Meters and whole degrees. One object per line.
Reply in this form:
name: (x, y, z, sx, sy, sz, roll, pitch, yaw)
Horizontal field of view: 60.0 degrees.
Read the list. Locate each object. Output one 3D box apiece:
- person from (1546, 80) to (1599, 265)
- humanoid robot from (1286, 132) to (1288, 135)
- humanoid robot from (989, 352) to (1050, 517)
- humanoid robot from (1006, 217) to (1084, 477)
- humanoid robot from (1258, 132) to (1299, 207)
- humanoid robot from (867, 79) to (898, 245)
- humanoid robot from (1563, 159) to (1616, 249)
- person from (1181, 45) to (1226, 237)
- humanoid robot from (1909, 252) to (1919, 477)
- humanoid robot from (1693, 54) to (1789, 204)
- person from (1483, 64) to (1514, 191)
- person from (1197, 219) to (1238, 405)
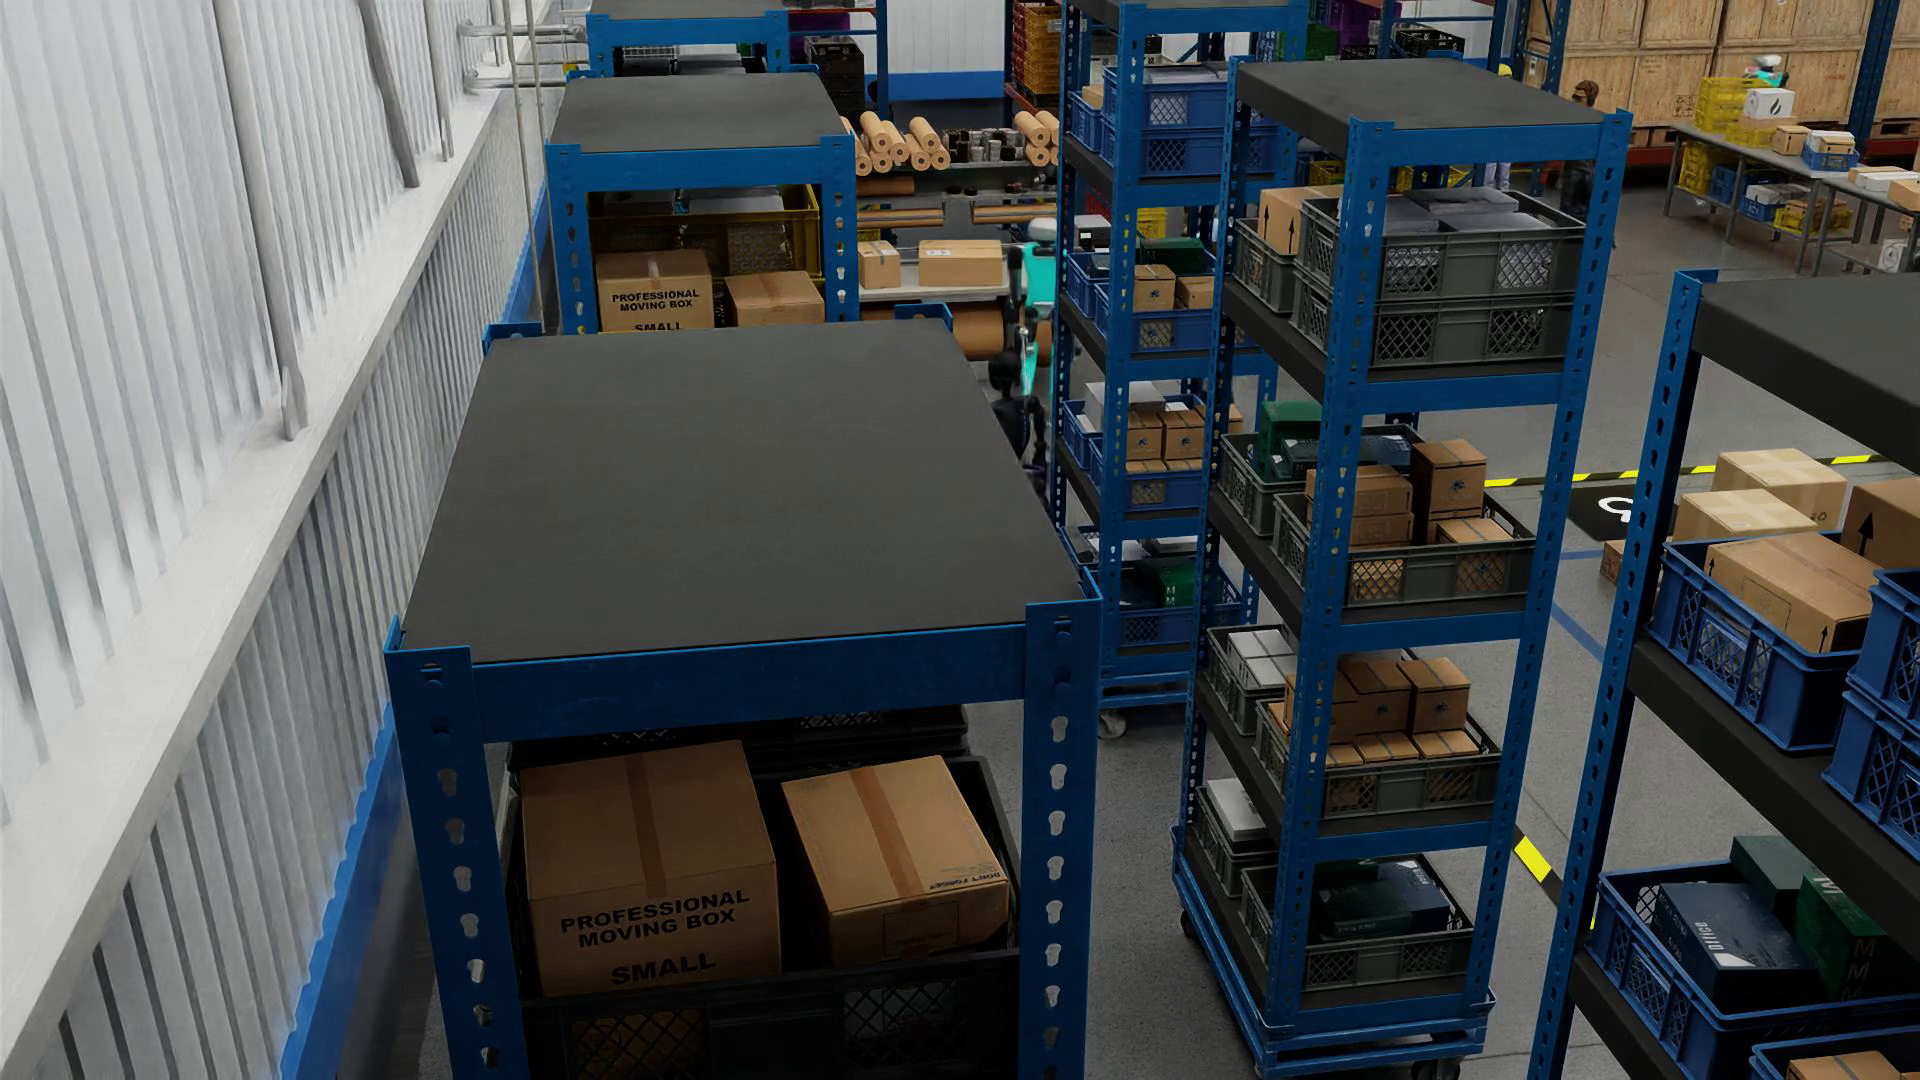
person: (5.953, -3.500, 16.038, 0.346, 1.837, 0.503, -8, 26, -16)
humanoid robot: (3.471, -4.484, 18.355, 0.349, 1.646, 0.603, -1, 25, -1)
humanoid robot: (0.288, -0.211, 9.087, 0.608, 1.638, 0.390, -21, 32, -38)
humanoid robot: (0.535, -1.200, 11.184, 0.546, 1.788, 0.915, 4, 25, 8)
humanoid robot: (3.107, -3.694, 16.713, 0.611, 1.642, 0.627, 2, 25, 4)
humanoid robot: (-0.802, -3.860, 16.989, 0.315, 1.654, 0.599, 1, 25, 3)
humanoid robot: (5.497, -2.721, 14.594, 0.597, 1.627, 0.778, -10, 27, -21)
person: (2.579, -4.164, 17.230, 0.607, 2.043, 0.394, -3, 25, -6)
humanoid robot: (6.600, -1.191, 11.155, 0.546, 1.744, 1.042, 1, 25, 3)
humanoid robot: (8.499, -4.486, 18.311, 0.545, 1.767, 0.950, -9, 26, -18)
person: (5.556, -4.044, 17.306, 0.524, 1.759, 0.325, -12, 27, -24)
person: (1.690, -1.237, 11.093, 0.401, 1.852, 0.589, -4, 25, -8)
